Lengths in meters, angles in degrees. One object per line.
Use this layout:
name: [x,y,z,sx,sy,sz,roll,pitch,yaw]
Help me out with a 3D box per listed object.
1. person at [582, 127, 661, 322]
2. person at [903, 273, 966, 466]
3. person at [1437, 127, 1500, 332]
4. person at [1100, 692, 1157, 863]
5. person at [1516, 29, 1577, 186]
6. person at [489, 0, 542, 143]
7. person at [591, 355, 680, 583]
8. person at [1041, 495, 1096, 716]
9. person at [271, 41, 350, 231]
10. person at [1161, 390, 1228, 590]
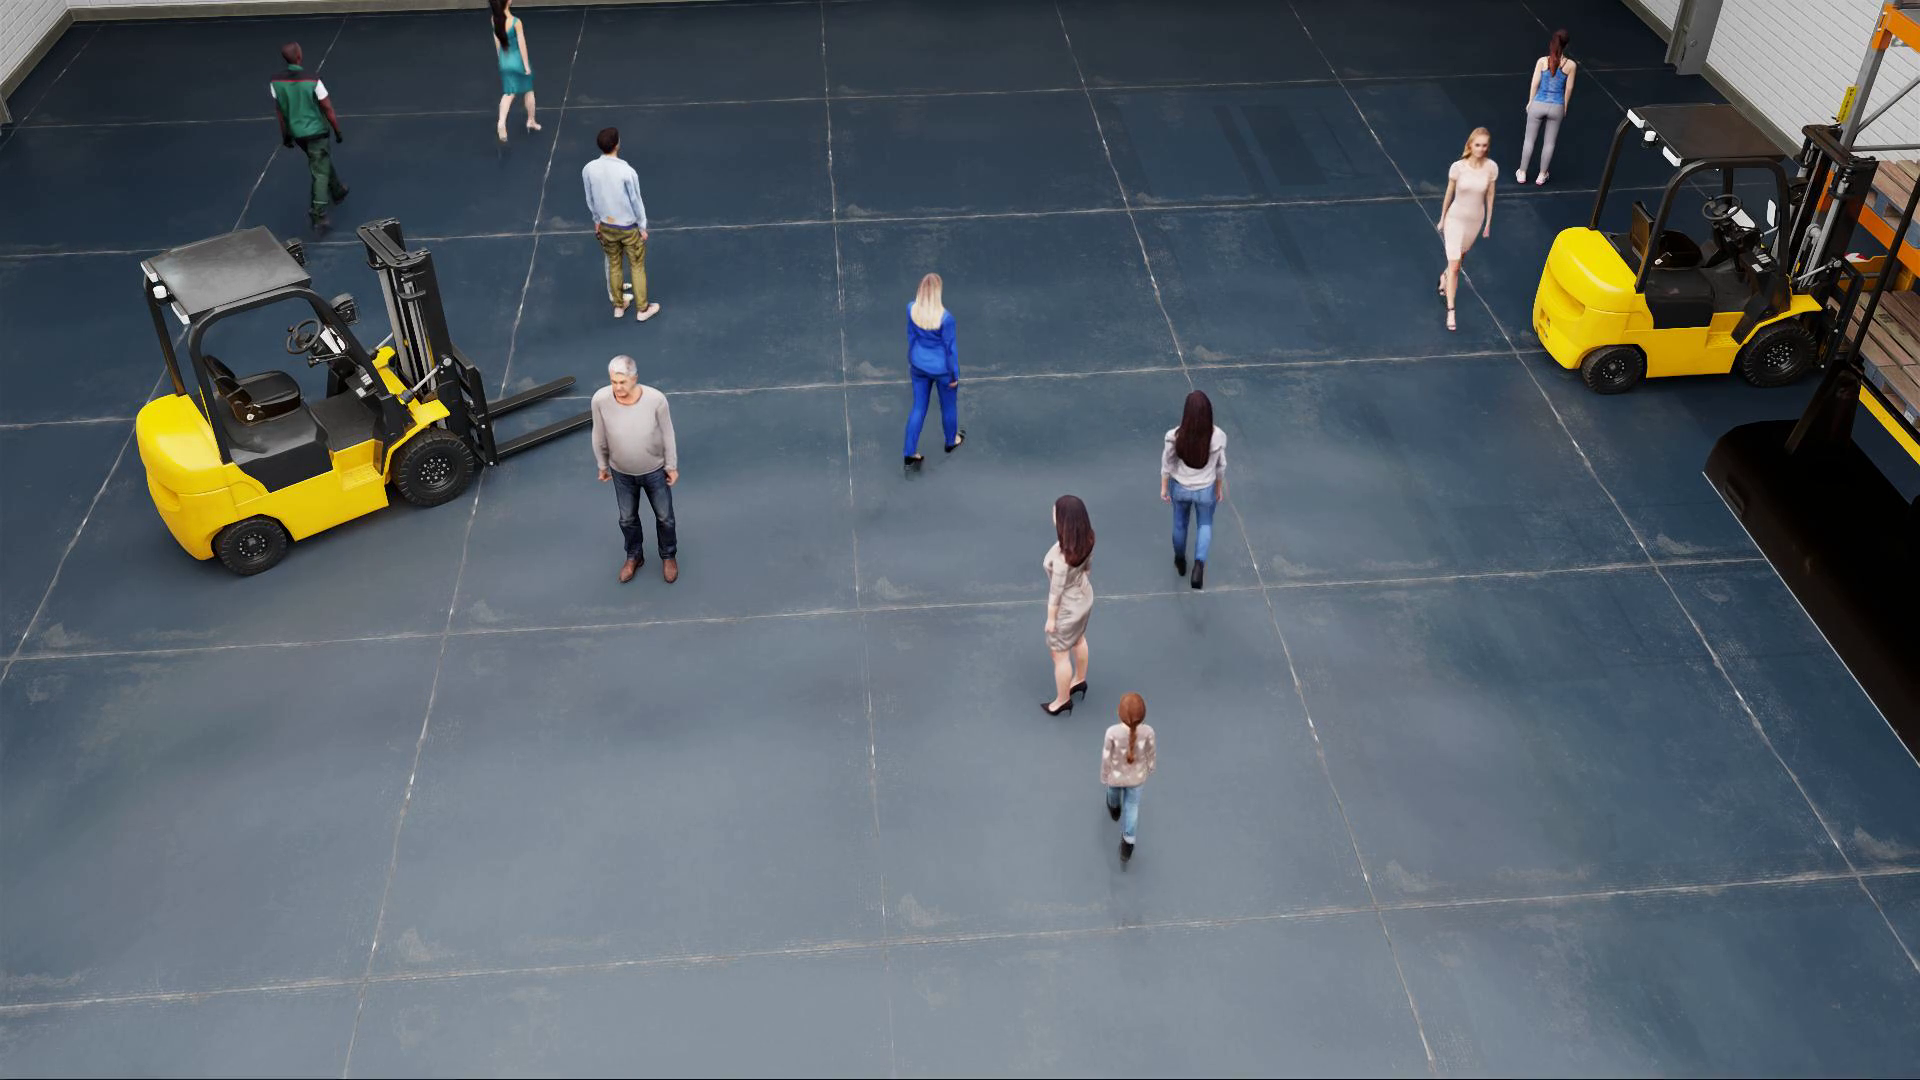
person: [-3.030,-2.784,14.849,0.752,1.742,0.707,11,40,13]
person: [-0.256,-1.308,13.041,0.926,1.692,1.023,20,43,24]
person: [4.513,-2.861,14.912,0.694,1.783,1.103,3,39,3]
person: [1.009,1.427,10.029,0.540,1.176,0.837,0,39,0]
person: [6.000,-4.418,17.001,0.639,1.609,0.652,11,40,14]
person: [-4.799,-5.018,17.711,0.808,1.661,1.033,13,40,15]
person: [-2.295,-0.528,11.894,0.759,1.905,0.648,1,39,1]
person: [0.715,0.434,10.818,0.725,1.743,0.634,21,43,24]
person: [-6.346,-3.899,16.203,0.858,1.794,1.269,4,39,5]
person: [1.677,-0.314,11.855,0.684,1.618,0.867,2,39,2]
